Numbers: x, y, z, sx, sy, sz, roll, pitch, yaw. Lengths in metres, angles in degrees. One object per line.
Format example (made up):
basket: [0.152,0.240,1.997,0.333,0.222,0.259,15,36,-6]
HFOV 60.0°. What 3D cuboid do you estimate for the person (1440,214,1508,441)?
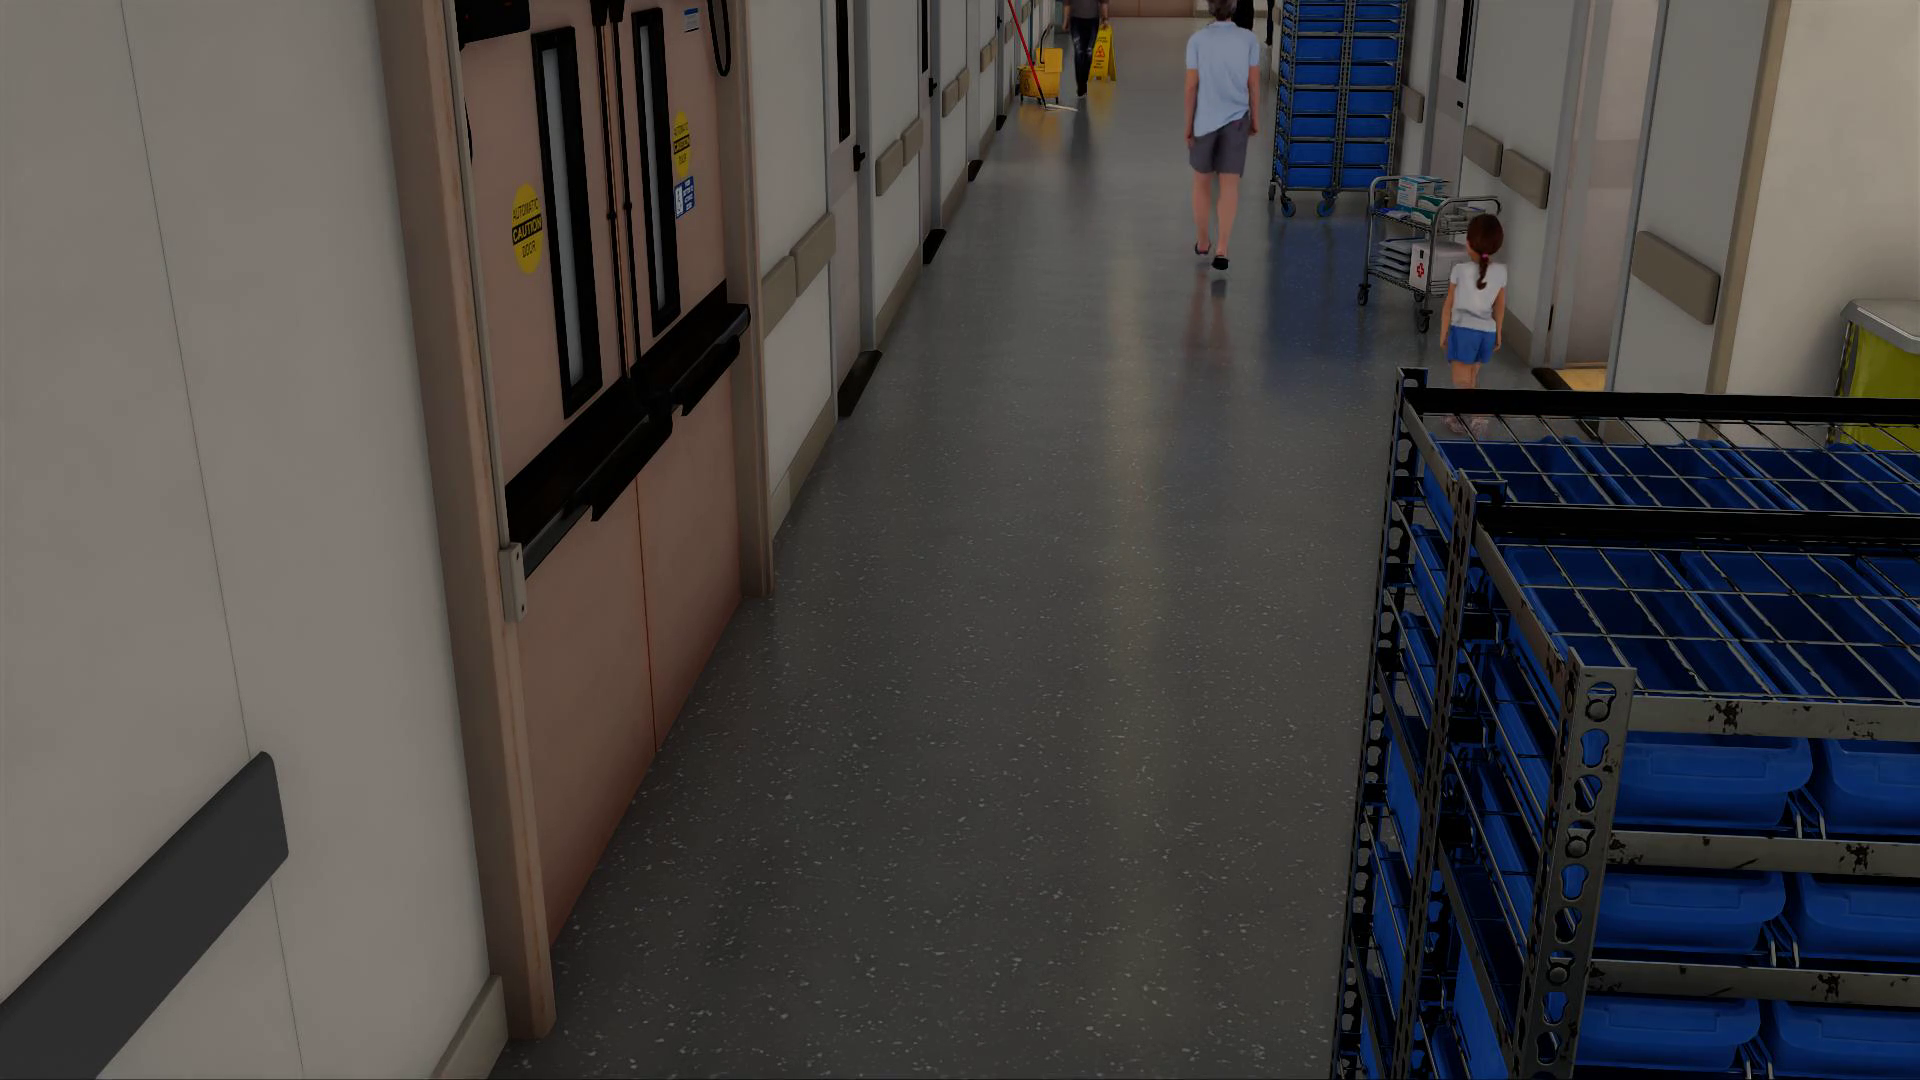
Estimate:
person: [2.272,-0.911,7.323,0.491,1.007,0.717,-2,21,-6]

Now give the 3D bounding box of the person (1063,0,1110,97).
person: [1.581,-6.583,21.101,0.825,1.856,1.224,-1,21,-3]

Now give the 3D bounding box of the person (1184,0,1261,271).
person: [1.698,-2.656,10.813,0.720,1.799,1.172,4,21,9]
